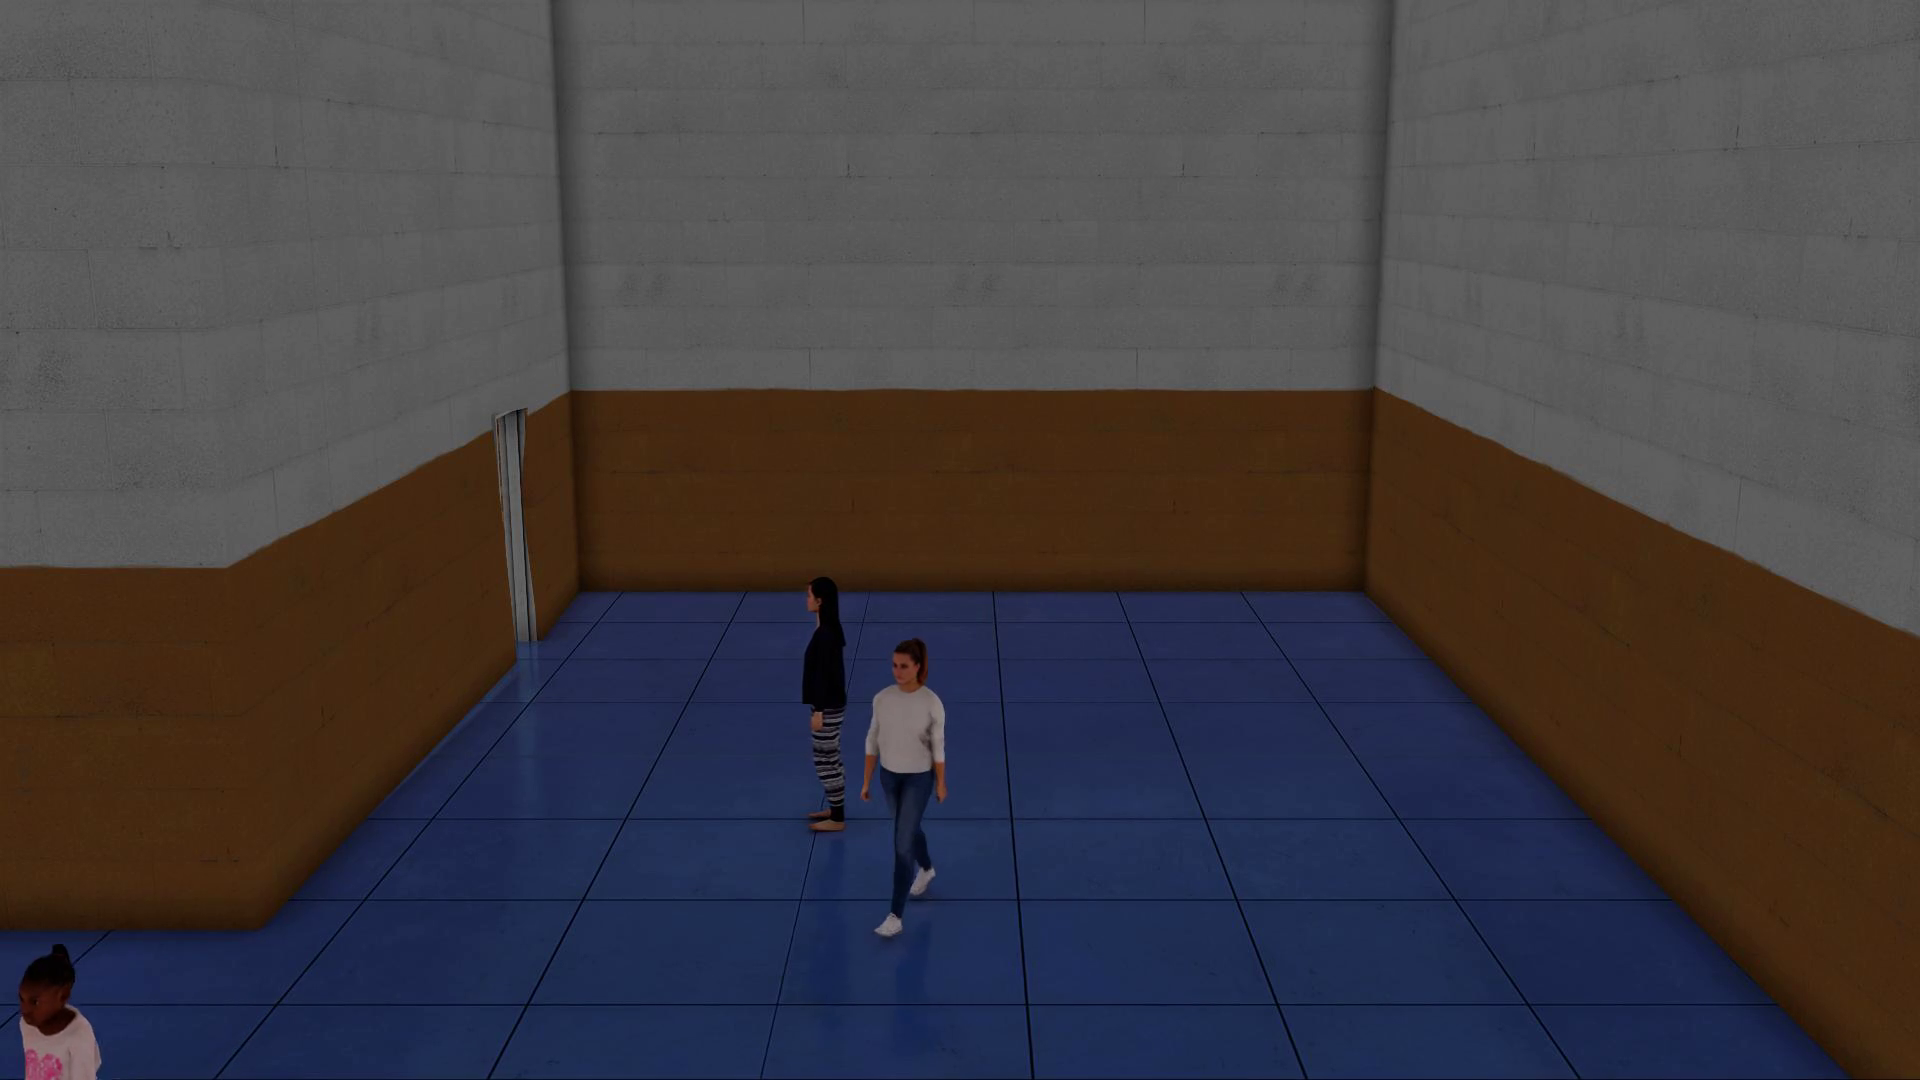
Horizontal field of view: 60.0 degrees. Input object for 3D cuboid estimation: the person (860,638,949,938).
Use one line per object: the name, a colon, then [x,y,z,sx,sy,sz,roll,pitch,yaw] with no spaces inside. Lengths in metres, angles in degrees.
person: [-0.280,1.409,9.818,1.155,1.681,1.038,6,13,28]

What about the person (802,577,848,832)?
person: [-0.889,1.092,11.196,0.495,1.734,0.592,0,12,0]

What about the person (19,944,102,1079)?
person: [-3.410,2.245,6.502,0.968,1.412,0.836,5,13,22]
